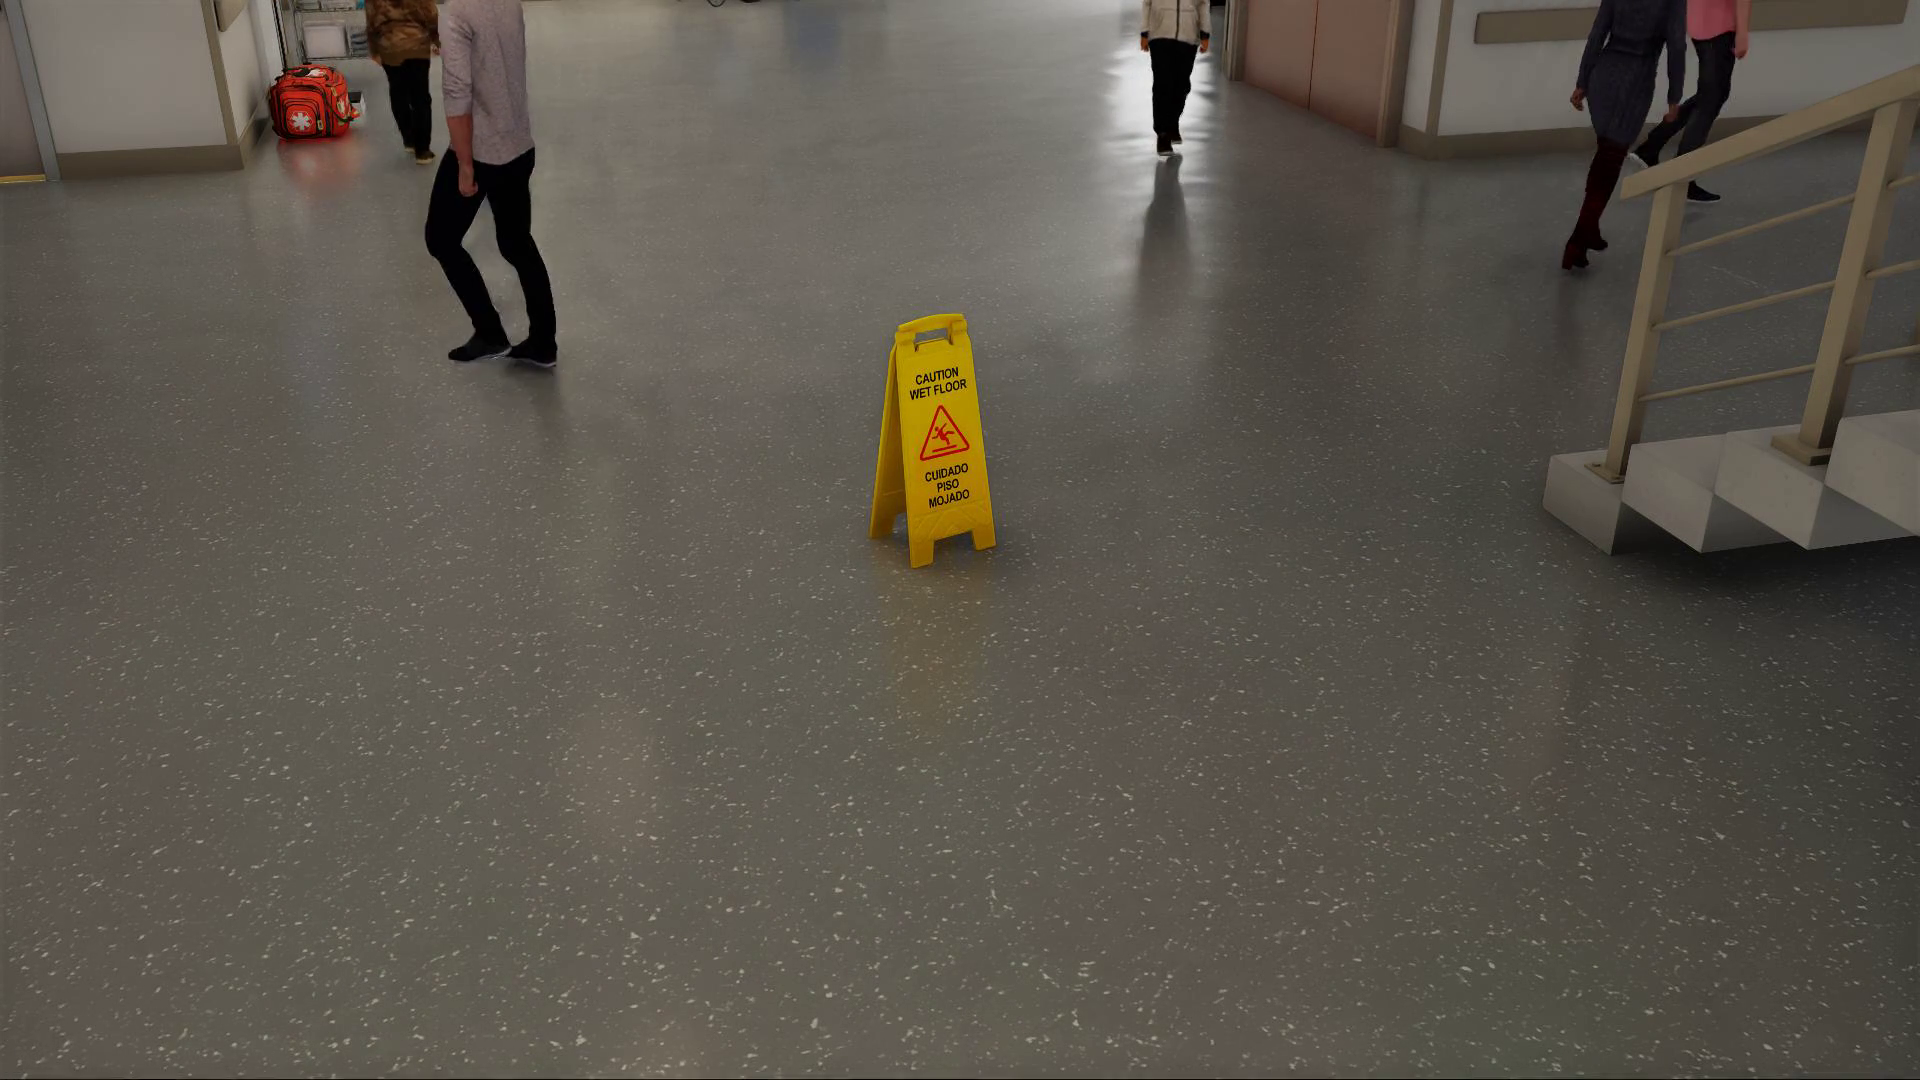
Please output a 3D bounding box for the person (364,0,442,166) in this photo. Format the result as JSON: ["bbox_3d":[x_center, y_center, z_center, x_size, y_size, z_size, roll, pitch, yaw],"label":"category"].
[{"bbox_3d":[-3.429,-3.030,10.217,0.681,1.437,0.850,-3,26,-6],"label":"person"}]

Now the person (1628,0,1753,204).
[{"bbox_3d":[4.110,-2.851,9.265,0.843,1.943,0.806,3,26,7],"label":"person"}]

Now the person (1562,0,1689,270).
[{"bbox_3d":[3.169,-2.149,8.104,0.781,1.687,0.812,21,33,37],"label":"person"}]

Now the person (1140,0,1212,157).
[{"bbox_3d":[1.360,-3.219,10.611,0.683,1.435,0.922,-3,26,-6],"label":"person"}]

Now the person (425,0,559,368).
[{"bbox_3d":[-1.820,-1.552,6.702,0.880,1.828,0.803,10,27,20],"label":"person"}]
